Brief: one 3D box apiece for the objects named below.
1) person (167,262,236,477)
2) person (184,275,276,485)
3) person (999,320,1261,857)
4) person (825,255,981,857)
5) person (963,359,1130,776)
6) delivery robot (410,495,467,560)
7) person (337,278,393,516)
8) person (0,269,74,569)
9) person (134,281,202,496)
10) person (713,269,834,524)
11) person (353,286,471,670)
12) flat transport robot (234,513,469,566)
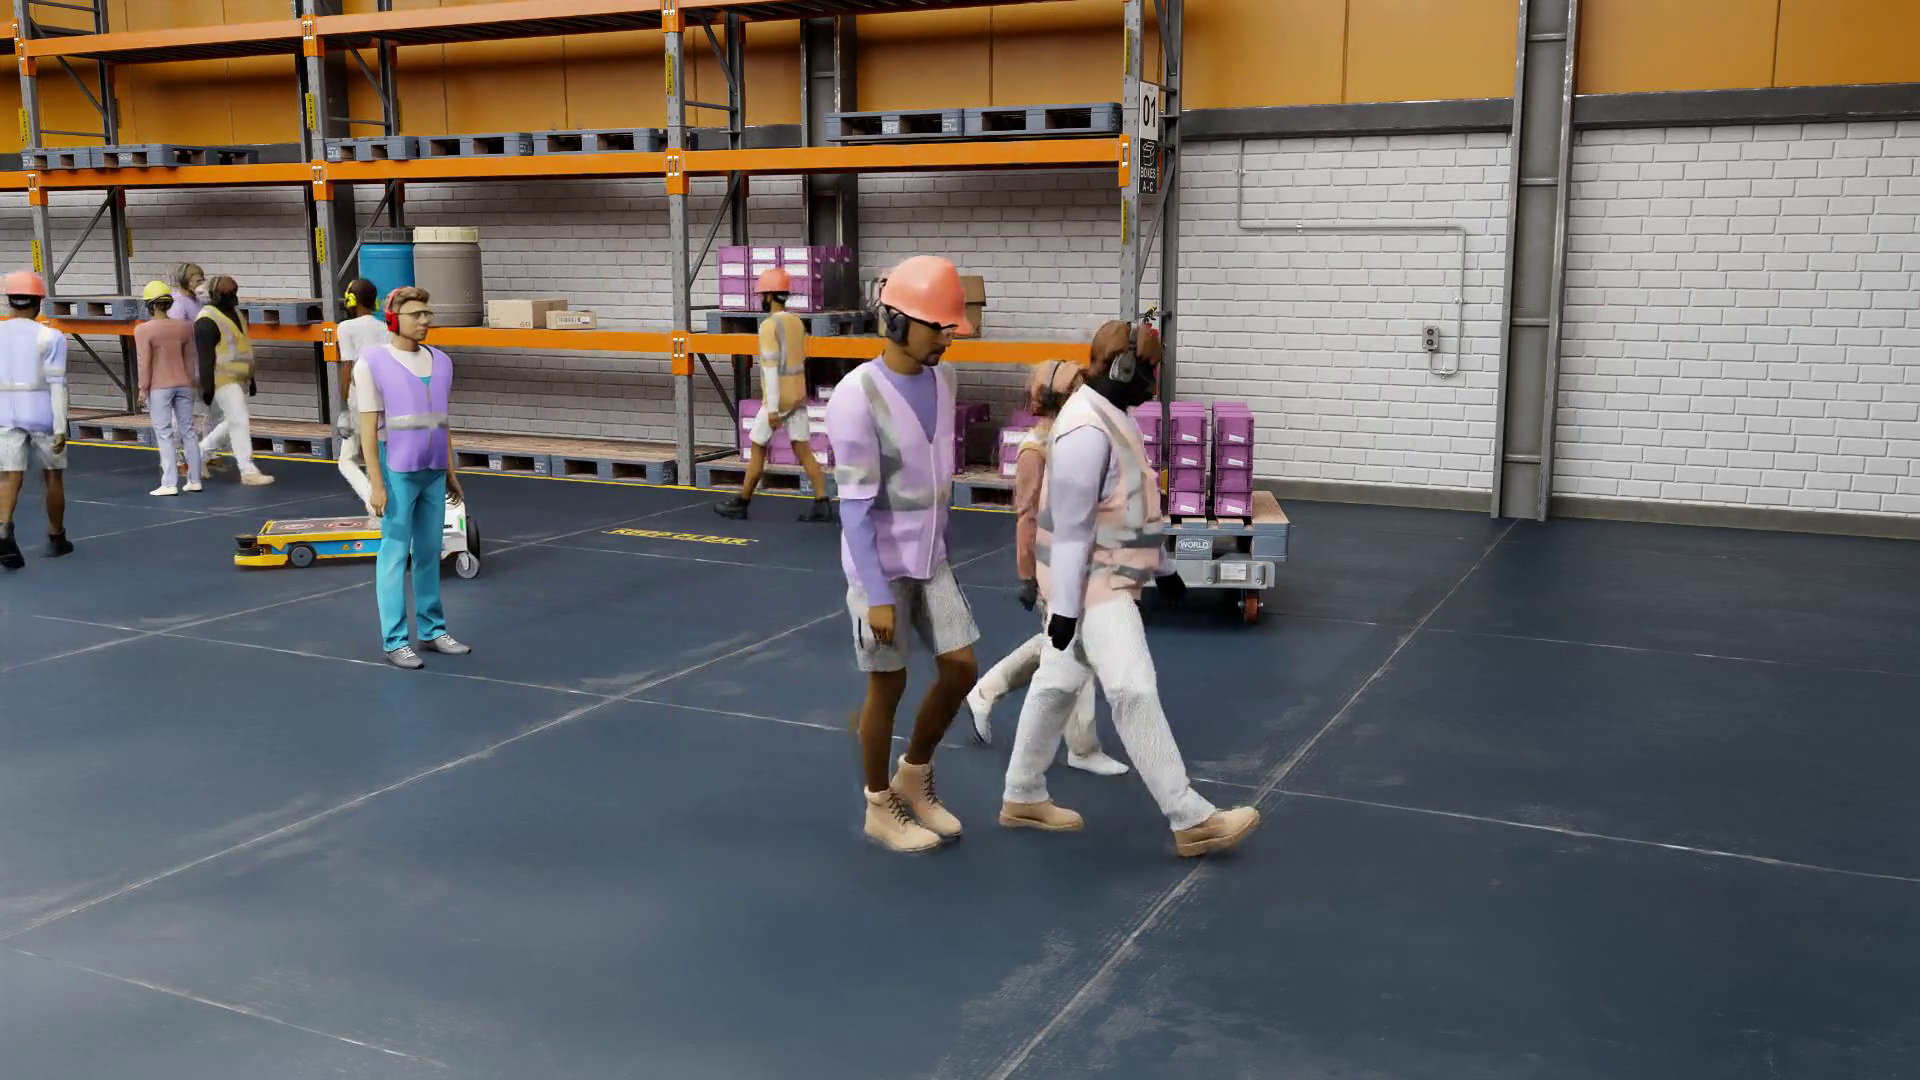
[{"bbox_3d":[-6.806,-1.503,14.798,0.694,1.901,0.662,-1,10,-5],"label":"person"},{"bbox_3d":[-6.328,-1.365,14.286,0.706,1.811,0.635,0,10,-1],"label":"person"},{"bbox_3d":[0.550,0.159,5.623,0.917,1.784,0.620,1,10,7],"label":"person"},{"bbox_3d":[-0.170,0.088,5.421,0.533,2.000,0.648,7,12,36],"label":"person"},{"bbox_3d":[0.327,0.097,6.487,0.700,1.609,0.521,4,11,20],"label":"person"},{"bbox_3d":[-3.271,-0.107,10.409,0.477,0.478,0.707,-3,10,-17],"label":"delivery robot"},{"bbox_3d":[-4.043,-0.870,11.389,0.534,1.827,0.581,6,12,31],"label":"person"},{"bbox_3d":[-5.990,-0.773,10.650,0.552,1.913,0.902,-2,10,-9],"label":"person"},{"bbox_3d":[-6.545,-1.241,13.706,0.331,1.768,0.527,5,11,27],"label":"person"},{"bbox_3d":[-1.365,-1.058,12.331,0.969,1.882,0.560,5,11,28],"label":"person"},{"bbox_3d":[-2.689,-0.310,8.149,0.390,1.844,0.565,5,11,26],"label":"person"},{"bbox_3d":[-3.971,-0.013,10.952,1.431,0.197,0.652,-3,10,-16],"label":"flat transport robot"}]
